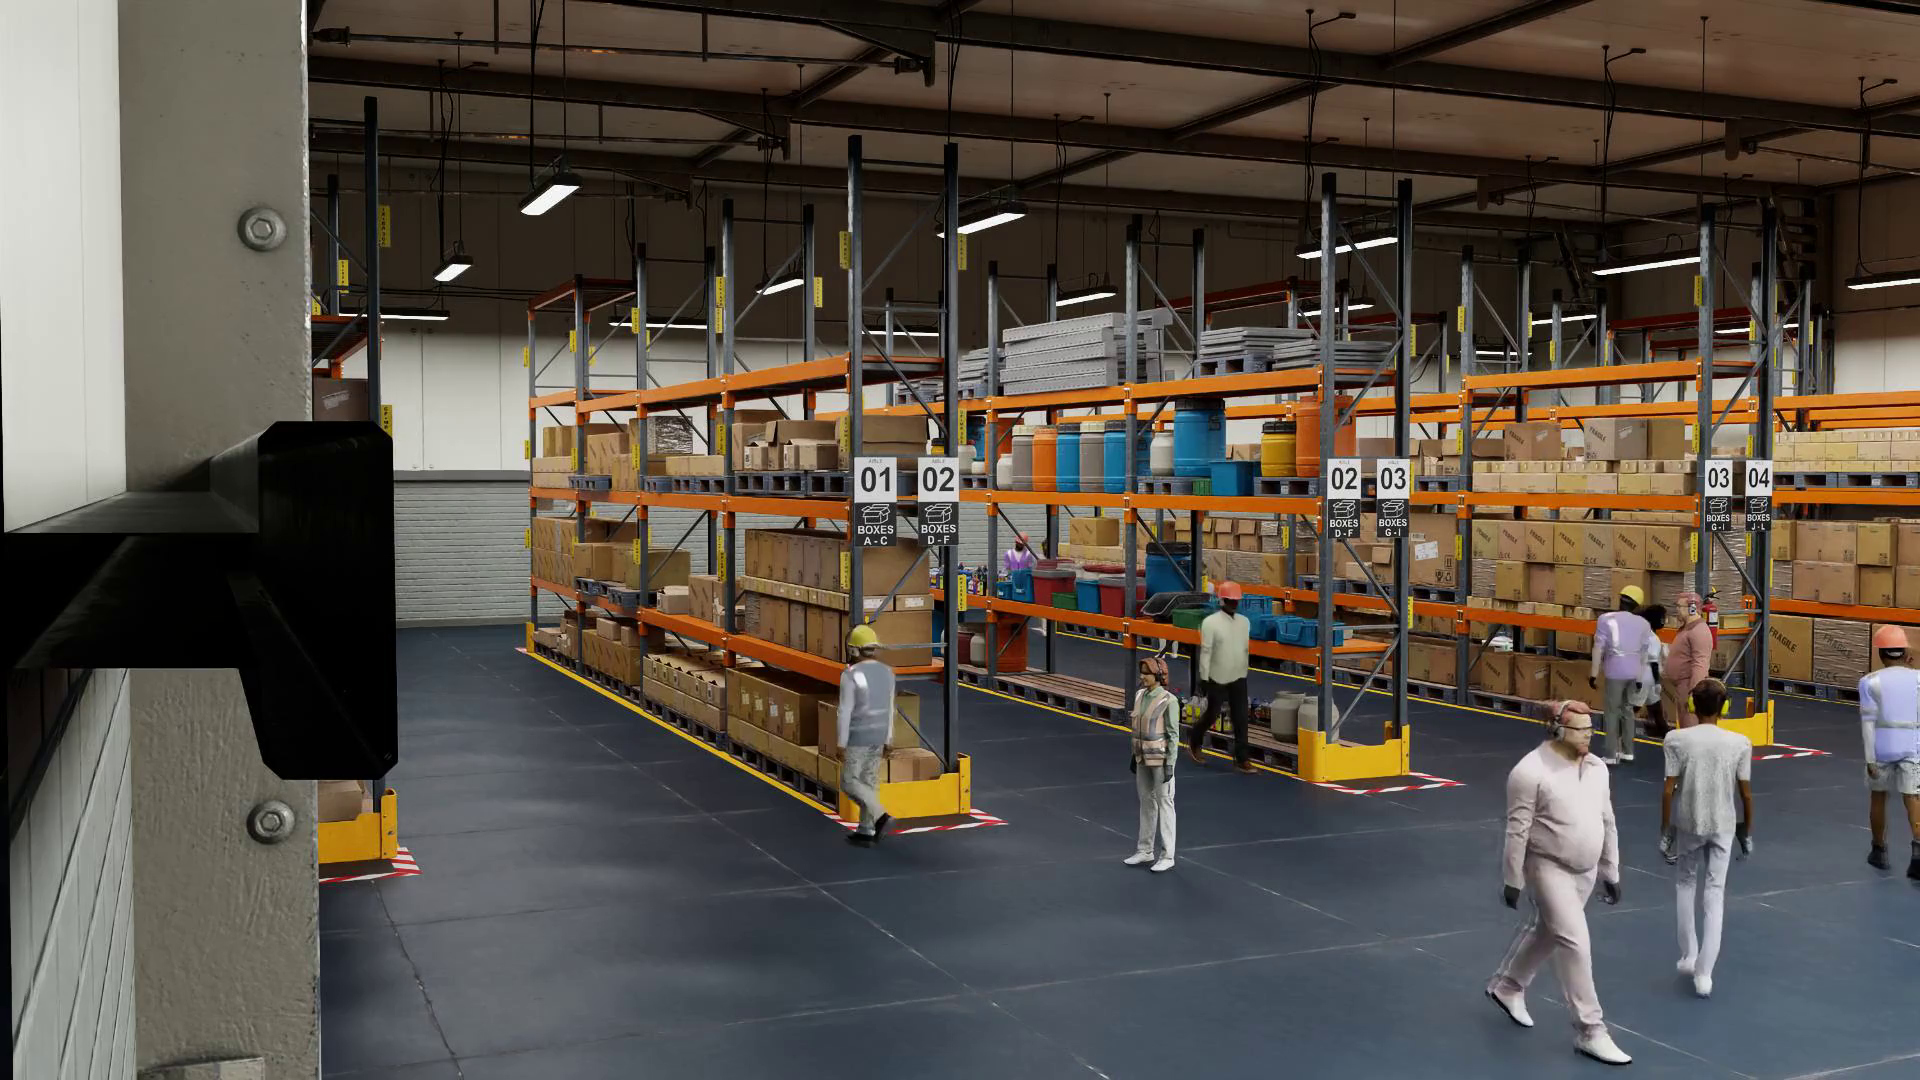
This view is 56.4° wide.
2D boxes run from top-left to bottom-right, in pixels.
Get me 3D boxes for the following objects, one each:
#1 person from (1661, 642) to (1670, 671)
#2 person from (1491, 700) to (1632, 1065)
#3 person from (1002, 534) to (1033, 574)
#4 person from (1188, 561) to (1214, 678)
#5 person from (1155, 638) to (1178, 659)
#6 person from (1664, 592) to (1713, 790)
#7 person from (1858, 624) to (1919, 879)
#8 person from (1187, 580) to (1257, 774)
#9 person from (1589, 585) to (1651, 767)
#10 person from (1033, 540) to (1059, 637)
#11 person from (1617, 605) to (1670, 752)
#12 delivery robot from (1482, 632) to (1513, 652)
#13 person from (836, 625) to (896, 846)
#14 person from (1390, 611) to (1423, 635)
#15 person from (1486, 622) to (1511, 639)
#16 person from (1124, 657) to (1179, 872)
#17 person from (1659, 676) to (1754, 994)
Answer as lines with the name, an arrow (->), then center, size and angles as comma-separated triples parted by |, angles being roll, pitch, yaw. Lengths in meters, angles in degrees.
person -> 10.204, 1.150, 25.809 | 0.576, 1.867, 0.726 | -1, 2, -22
person -> 3.229, 1.776, 9.674 | 0.648, 1.861, 0.992 | -1, 3, -31
person -> 1.085, 0.818, 34.265 | 0.609, 1.868, 0.984 | 0, 2, 4
person -> 3.286, 1.192, 24.742 | 0.542, 1.859, 0.469 | -1, 2, -21
person -> 3.367, 1.130, 29.300 | 0.502, 1.632, 0.279 | -1, 2, -17
person -> 7.046, 1.453, 17.345 | 0.410, 1.912, 0.643 | 0, 2, 12
person -> 7.141, 1.601, 13.643 | 0.538, 1.913, 0.919 | 1, 2, 14
person -> 2.697, 1.386, 18.498 | 0.631, 1.966, 0.926 | -1, 2, -27
person -> 6.930, 1.413, 18.780 | 0.632, 1.877, 0.453 | -1, 2, -15
person -> 1.613, 0.906, 32.995 | 0.549, 1.805, 1.007 | 0, 2, -13
person -> 7.446, 1.509, 19.371 | 0.911, 1.632, 0.543 | 0, 2, 11
delivery robot -> 8.482, 1.685, 28.031 | 0.477, 0.478, 0.707 | -1, 2, -17
person -> -0.736, 1.601, 14.562 | 0.554, 1.821, 0.604 | 2, 3, 39
person -> 6.875, 1.069, 27.303 | 0.545, 1.916, 0.840 | -1, 3, -30
person -> 8.512, 1.181, 28.209 | 0.518, 1.618, 0.444 | -1, 3, -29
person -> 1.497, 1.719, 13.827 | 0.310, 1.642, 0.514 | -1, 3, -32
person -> 4.468, 1.740, 10.732 | 0.539, 1.832, 0.723 | 1, 2, 19
